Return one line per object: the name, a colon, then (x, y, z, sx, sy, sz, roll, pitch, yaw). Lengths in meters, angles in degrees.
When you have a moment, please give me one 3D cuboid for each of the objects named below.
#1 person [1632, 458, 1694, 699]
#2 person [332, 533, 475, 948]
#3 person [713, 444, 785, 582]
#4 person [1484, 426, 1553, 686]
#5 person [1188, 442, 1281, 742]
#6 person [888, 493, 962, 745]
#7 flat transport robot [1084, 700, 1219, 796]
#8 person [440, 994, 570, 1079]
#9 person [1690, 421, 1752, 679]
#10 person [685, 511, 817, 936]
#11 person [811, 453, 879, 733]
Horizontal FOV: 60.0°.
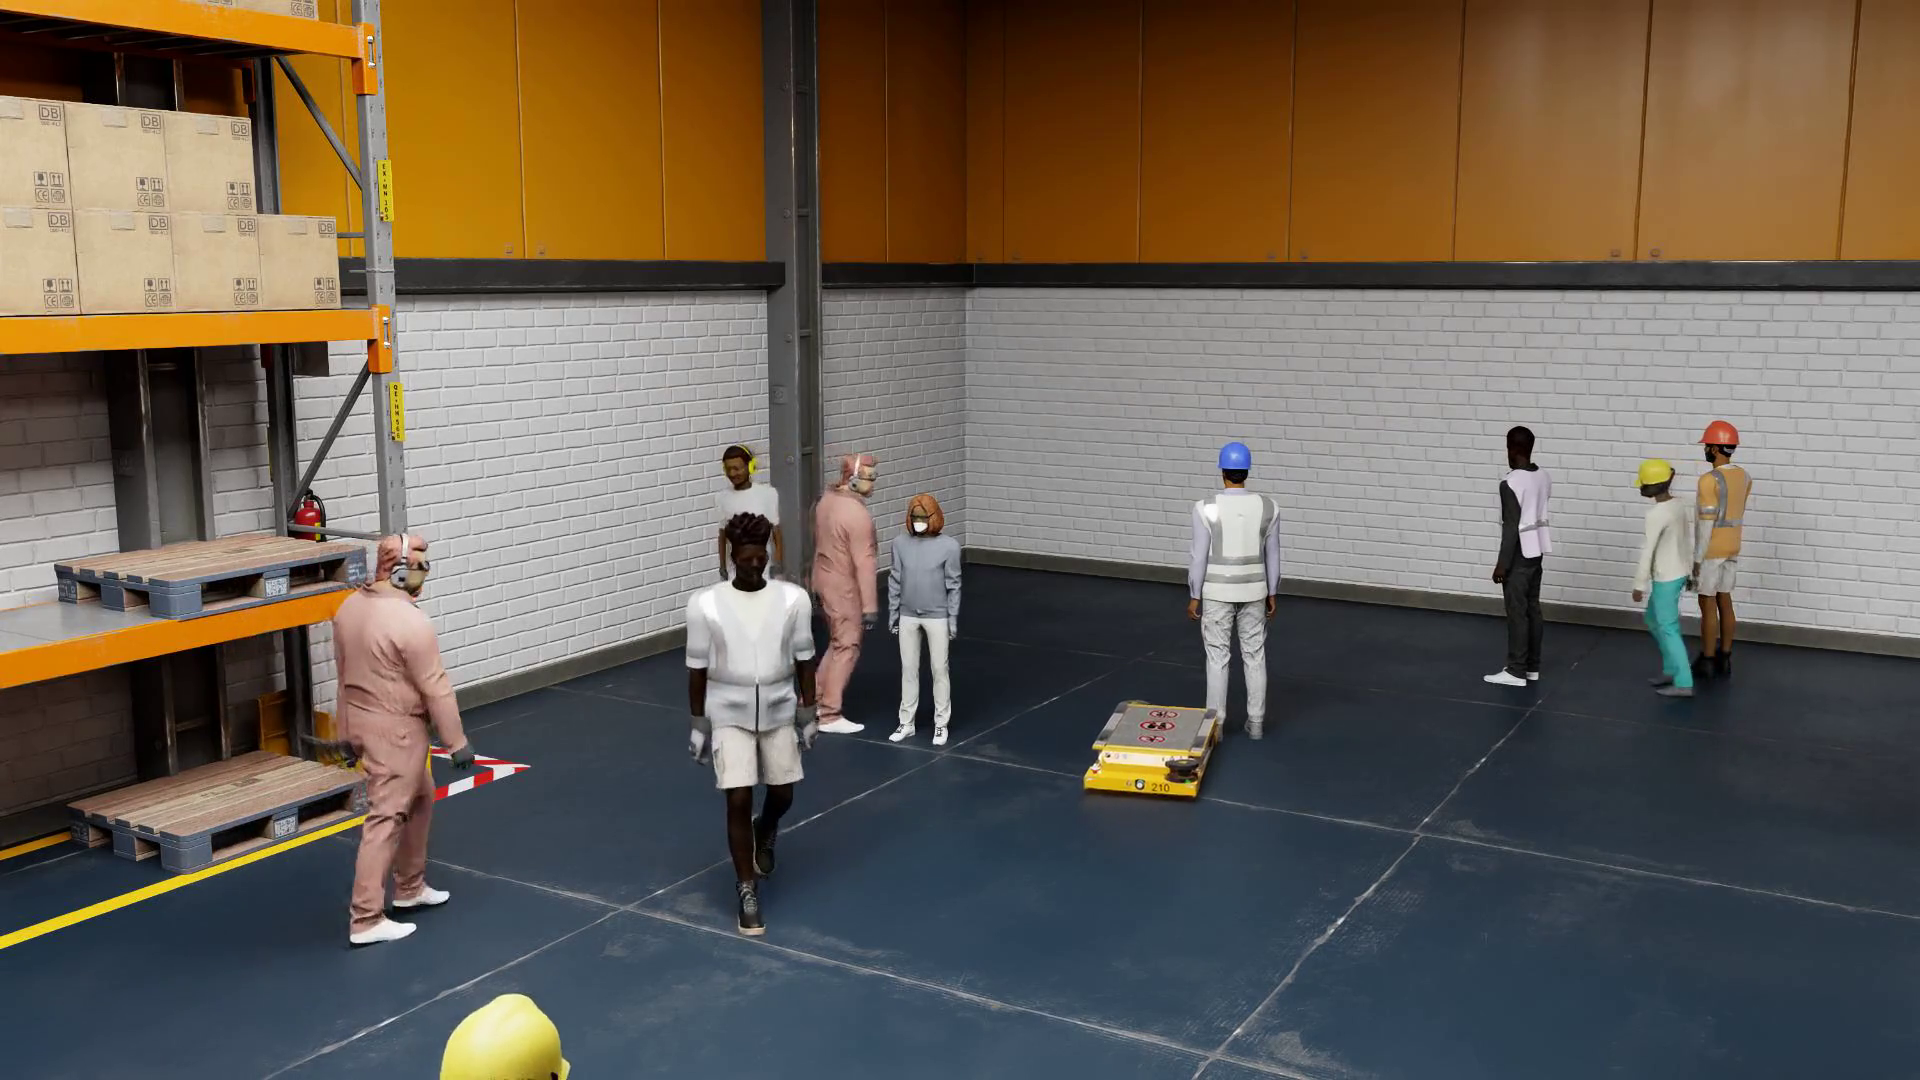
person: (5.037, 0.276, 11.869, 0.513, 1.721, 0.537, 8, 12, 42)
person: (-2.516, 0.892, 7.590, 0.653, 1.869, 0.754, 9, 13, 43)
person: (-1.479, 0.218, 11.885, 0.537, 1.840, 0.658, 1, 9, 8)
person: (4.140, 0.121, 12.255, 0.396, 1.917, 0.590, 9, 13, 44)
person: (1.773, 0.338, 10.802, 0.612, 1.946, 0.405, -1, 9, -8)
person: (-0.234, 0.506, 10.730, 0.497, 1.633, 0.289, 3, 10, 19)
flat transport robot: (1.213, 1.260, 10.264, 0.652, 0.197, 1.431, 2, 9, 14)
person: (-0.811, 1.679, 3.016, 0.525, 1.767, 0.329, 1, 9, 8)
person: (5.655, 0.073, 12.484, 0.543, 1.939, 0.355, -7, 11, -35)
person: (-0.990, 0.809, 7.881, 0.620, 1.944, 0.819, -3, 10, -17)
person: (-0.741, 0.360, 10.923, 0.451, 1.871, 0.668, -4, 10, -24)
